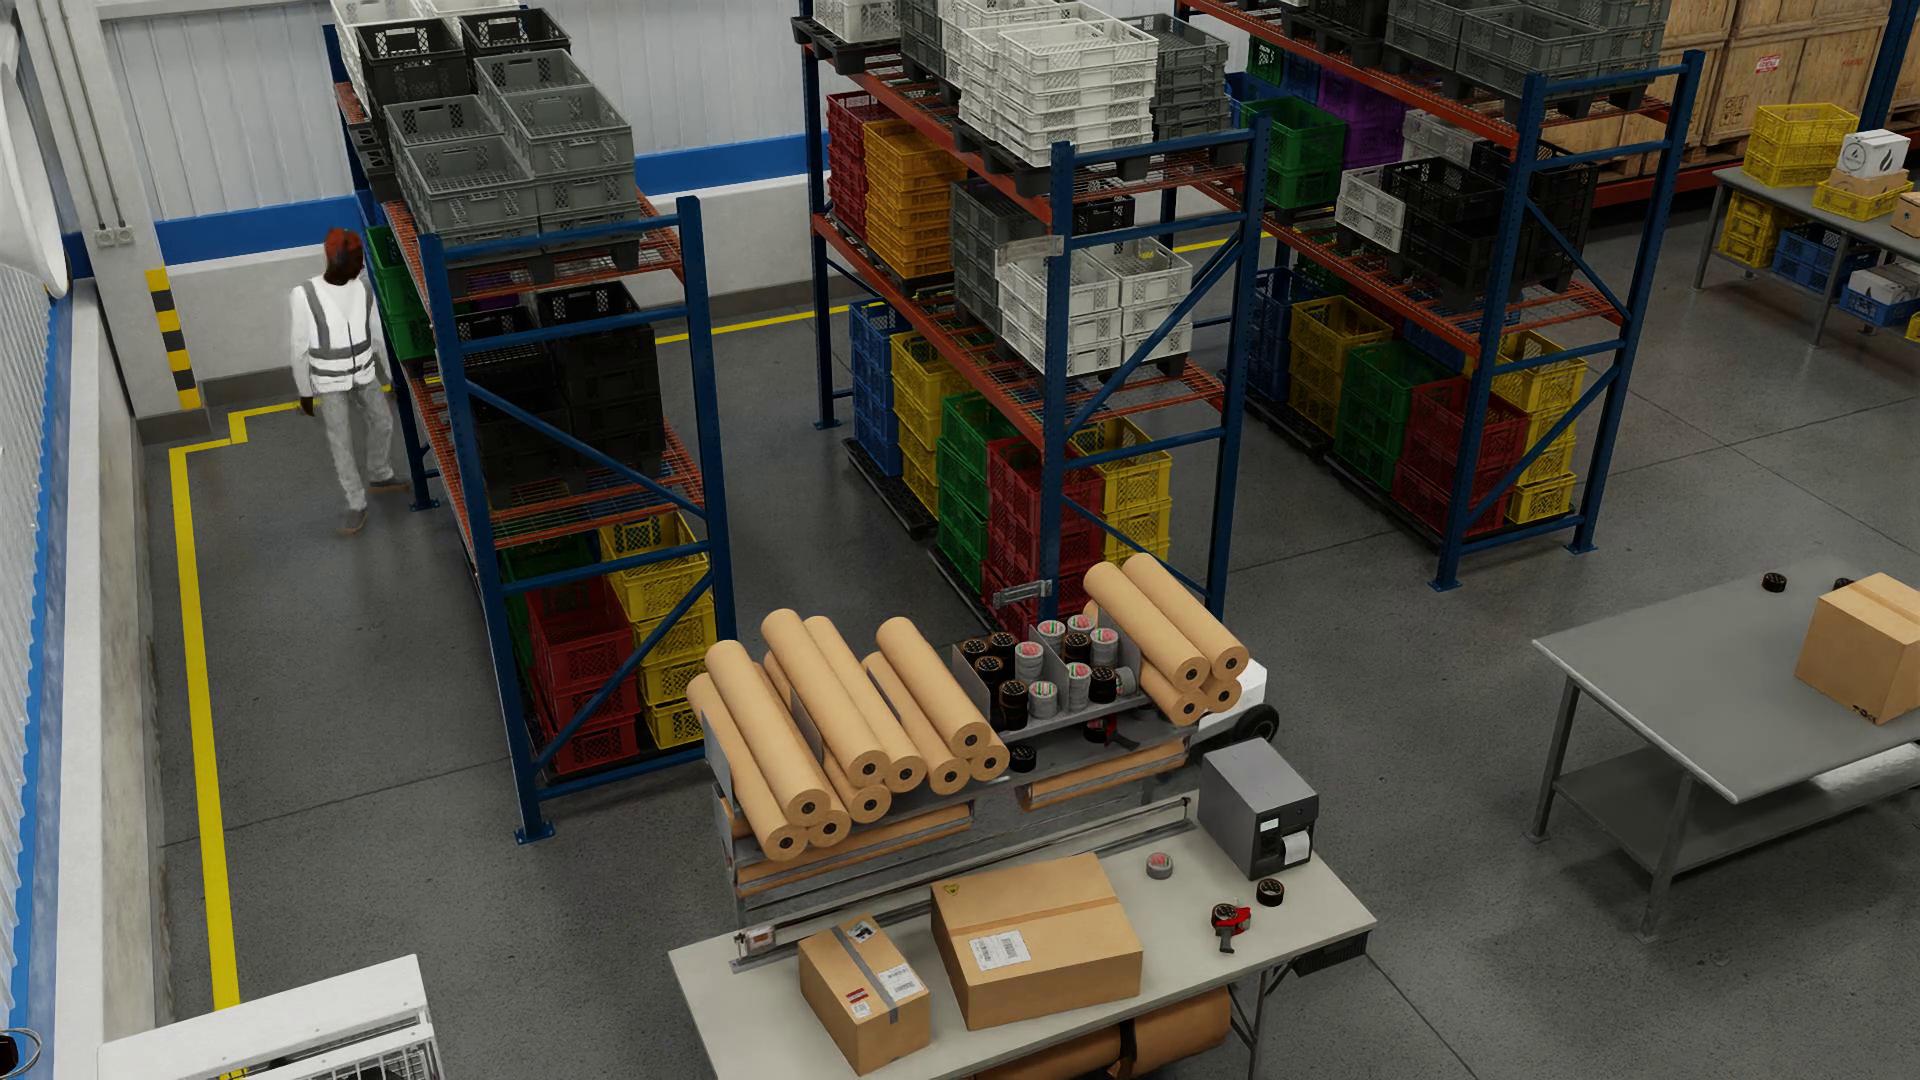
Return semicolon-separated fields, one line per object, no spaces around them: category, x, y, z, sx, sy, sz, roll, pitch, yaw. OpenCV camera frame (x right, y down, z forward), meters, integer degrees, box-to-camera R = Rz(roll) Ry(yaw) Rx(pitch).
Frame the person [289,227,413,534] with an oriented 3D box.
person;-3.704;-0.982;10.049;0.440;1.855;0.691;24;39;33

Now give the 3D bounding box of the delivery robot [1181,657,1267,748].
delivery robot;1.182;0.782;8.320;0.707;0.478;0.477;-19;36;-28

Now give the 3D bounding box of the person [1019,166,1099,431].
person;0.694;-1.621;11.017;0.631;1.922;0.696;-16;35;-24
